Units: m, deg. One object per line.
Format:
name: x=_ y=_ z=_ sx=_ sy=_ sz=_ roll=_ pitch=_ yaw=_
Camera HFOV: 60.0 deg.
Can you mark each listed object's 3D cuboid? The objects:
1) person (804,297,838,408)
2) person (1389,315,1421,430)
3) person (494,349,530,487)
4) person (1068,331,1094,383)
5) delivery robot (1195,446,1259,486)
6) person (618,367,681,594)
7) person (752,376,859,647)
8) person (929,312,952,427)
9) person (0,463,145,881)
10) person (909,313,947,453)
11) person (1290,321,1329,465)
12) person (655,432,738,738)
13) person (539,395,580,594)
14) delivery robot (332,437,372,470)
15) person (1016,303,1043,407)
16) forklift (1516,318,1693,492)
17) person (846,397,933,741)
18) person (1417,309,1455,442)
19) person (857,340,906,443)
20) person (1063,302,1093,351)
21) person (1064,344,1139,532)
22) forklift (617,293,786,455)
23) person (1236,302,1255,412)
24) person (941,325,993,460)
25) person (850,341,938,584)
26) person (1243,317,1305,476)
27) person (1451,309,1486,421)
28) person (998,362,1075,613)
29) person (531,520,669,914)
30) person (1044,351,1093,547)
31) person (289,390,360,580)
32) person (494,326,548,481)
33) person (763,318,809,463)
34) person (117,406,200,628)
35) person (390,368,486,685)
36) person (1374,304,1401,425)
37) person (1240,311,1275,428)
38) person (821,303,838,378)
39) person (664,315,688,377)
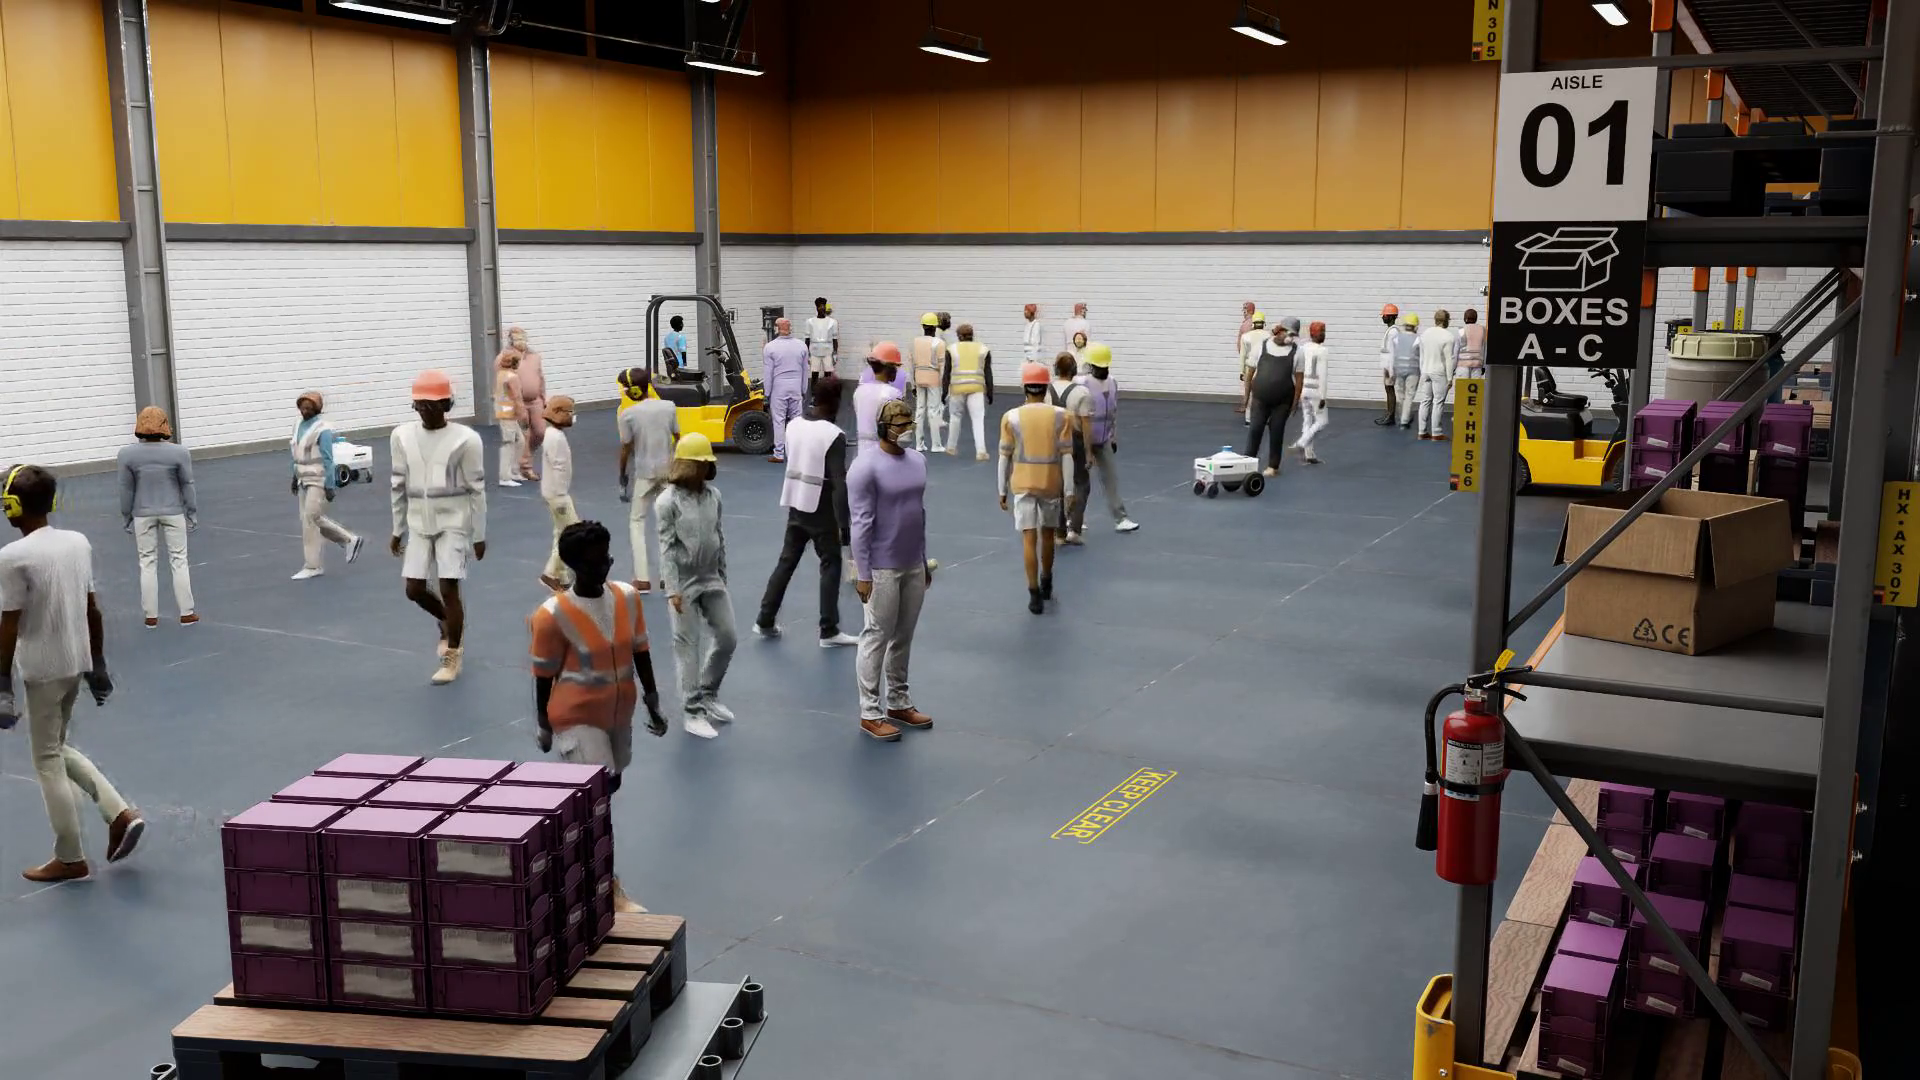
person: x=-2.458 y=-3.314 z=29.475 sx=0.607 sy=1.966 sz=0.367 roll=0 pitch=10 yaw=1
person: x=7.080 y=-2.636 z=26.087 sx=0.607 sy=1.780 sz=0.904 roll=8 pitch=13 yaw=39
person: x=-5.240 y=-1.427 z=19.529 sx=0.441 sy=1.626 sz=0.551 roll=-5 pitch=11 yaw=-28
person: x=1.698 y=-2.151 z=23.671 sx=0.522 sy=1.645 sz=0.306 roll=6 pitch=11 yaw=29
delivery robot: x=3.022 y=-0.823 z=18.843 sx=0.707 sy=0.478 sz=0.477 roll=-4 pitch=10 yaw=-26
person: x=-2.497 y=-0.475 z=13.438 sx=0.659 sy=1.836 sz=0.355 roll=-4 pitch=11 yaw=-23
person: x=-1.084 y=-0.193 z=11.632 sx=0.810 sy=1.894 sz=0.543 roll=9 pitch=13 yaw=43
person: x=-0.302 y=-2.683 z=26.249 sx=0.462 sy=1.827 sz=0.645 roll=0 pitch=10 yaw=-2
person: x=-3.927 y=0.594 z=7.203 sx=0.444 sy=1.853 sz=0.516 roll=1 pitch=10 yaw=6
person: x=-0.427 y=-2.160 z=22.908 sx=0.587 sy=1.927 sz=0.367 roll=5 pitch=11 yaw=28
person: x=4.503 y=-1.876 z=21.425 sx=0.517 sy=1.872 sz=0.578 roll=-5 pitch=11 yaw=-25
person: x=-1.491 y=0.254 z=9.485 sx=0.352 sy=1.742 sz=0.505 roll=8 pitch=13 yaw=40
person: x=-3.183 y=-0.348 z=13.292 sx=0.314 sy=1.623 sz=0.543 roll=-2 pitch=10 yaw=-11
delivery robot: x=-7.349 y=-0.983 z=19.790 sx=0.477 sy=0.478 sz=0.707 roll=5 pitch=11 yaw=25
person: x=1.215 y=-3.191 z=29.052 sx=0.467 sy=1.872 sz=0.580 roll=-3 pitch=10 yaw=-18
forklift: x=7.066 y=-1.601 z=18.899 sx=2.313 sy=2.155 sz=1.214 roll=5 pitch=11 yaw=27
person: x=-0.381 y=0.156 z=9.468 sx=0.357 sy=1.938 sz=0.638 roll=7 pitch=12 yaw=35
person: x=6.949 y=-2.394 z=24.276 sx=0.368 sy=1.933 sz=0.632 roll=-6 pitch=11 yaw=-31
person: x=-0.799 y=-1.149 z=17.296 sx=0.574 sy=1.842 sz=0.375 roll=-8 pitch=12 yaw=-37
person: x=2.065 y=-3.139 z=28.642 sx=0.403 sy=1.904 sz=0.651 roll=-8 pitch=12 yaw=-38
person: x=1.360 y=-0.995 z=16.347 sx=0.671 sy=1.861 sz=0.907 roll=-9 pitch=13 yaw=-43
forklift: x=-3.588 y=-2.317 z=23.042 sx=2.313 sy=2.155 sz=1.214 roll=-1 pitch=10 yaw=-5
person: x=4.983 y=-3.153 z=28.740 sx=0.399 sy=1.902 sz=0.643 roll=6 pitch=11 yaw=30
person: x=0.088 y=-1.987 z=22.317 sx=0.707 sy=1.776 sz=0.965 roll=-2 pitch=10 yaw=-10
person: x=-0.572 y=-0.651 z=13.920 sx=0.940 sy=2.004 sz=0.631 roll=-8 pitch=13 yaw=-40
person: x=3.819 y=-1.770 z=20.324 sx=0.740 sy=2.000 sz=0.699 roll=2 pitch=10 yaw=14
person: x=8.270 y=-2.833 z=27.054 sx=0.627 sy=1.844 sz=0.429 roll=-1 pitch=10 yaw=-8
person: x=0.584 y=-0.432 z=12.960 sx=0.579 sy=1.902 sz=0.911 roll=0 pitch=10 yaw=-2
person: x=-1.589 y=0.715 z=7.011 sx=0.793 sy=1.668 sz=0.520 roll=8 pitch=12 yaw=37
person: x=0.995 y=-0.835 z=15.476 sx=0.533 sy=1.836 sz=0.400 roll=5 pitch=11 yaw=27
person: x=-5.413 y=-0.485 z=14.120 sx=0.534 sy=1.606 sz=0.610 roll=9 pitch=13 yaw=41
person: x=-5.302 y=-1.648 z=20.124 sx=0.512 sy=1.873 sz=0.697 roll=9 pitch=13 yaw=42
person: x=-2.301 y=-1.959 z=21.817 sx=0.641 sy=1.905 sz=0.410 roll=-6 pitch=11 yaw=-31
person: x=-5.878 y=-0.167 z=12.217 sx=0.509 sy=1.632 sz=0.266 roll=-3 pitch=10 yaw=-18
person: x=-3.333 y=-0.099 z=10.689 sx=0.630 sy=2.025 sz=0.558 roll=1 pitch=10 yaw=8
person: x=6.844 y=-2.797 z=26.565 sx=0.354 sy=1.939 sz=0.545 roll=2 pitch=10 yaw=9
person: x=4.695 y=-2.679 z=26.191 sx=0.586 sy=1.831 sz=0.403 roll=1 pitch=10 yaw=6
person: x=-2.665 y=-3.863 z=33.252 sx=0.533 sy=1.770 sz=0.347 roll=-8 pitch=13 yaw=-38
person: x=-4.777 y=-2.942 z=28.104 sx=0.317 sy=1.695 sz=0.540 roll=-9 pitch=14 yaw=-44
